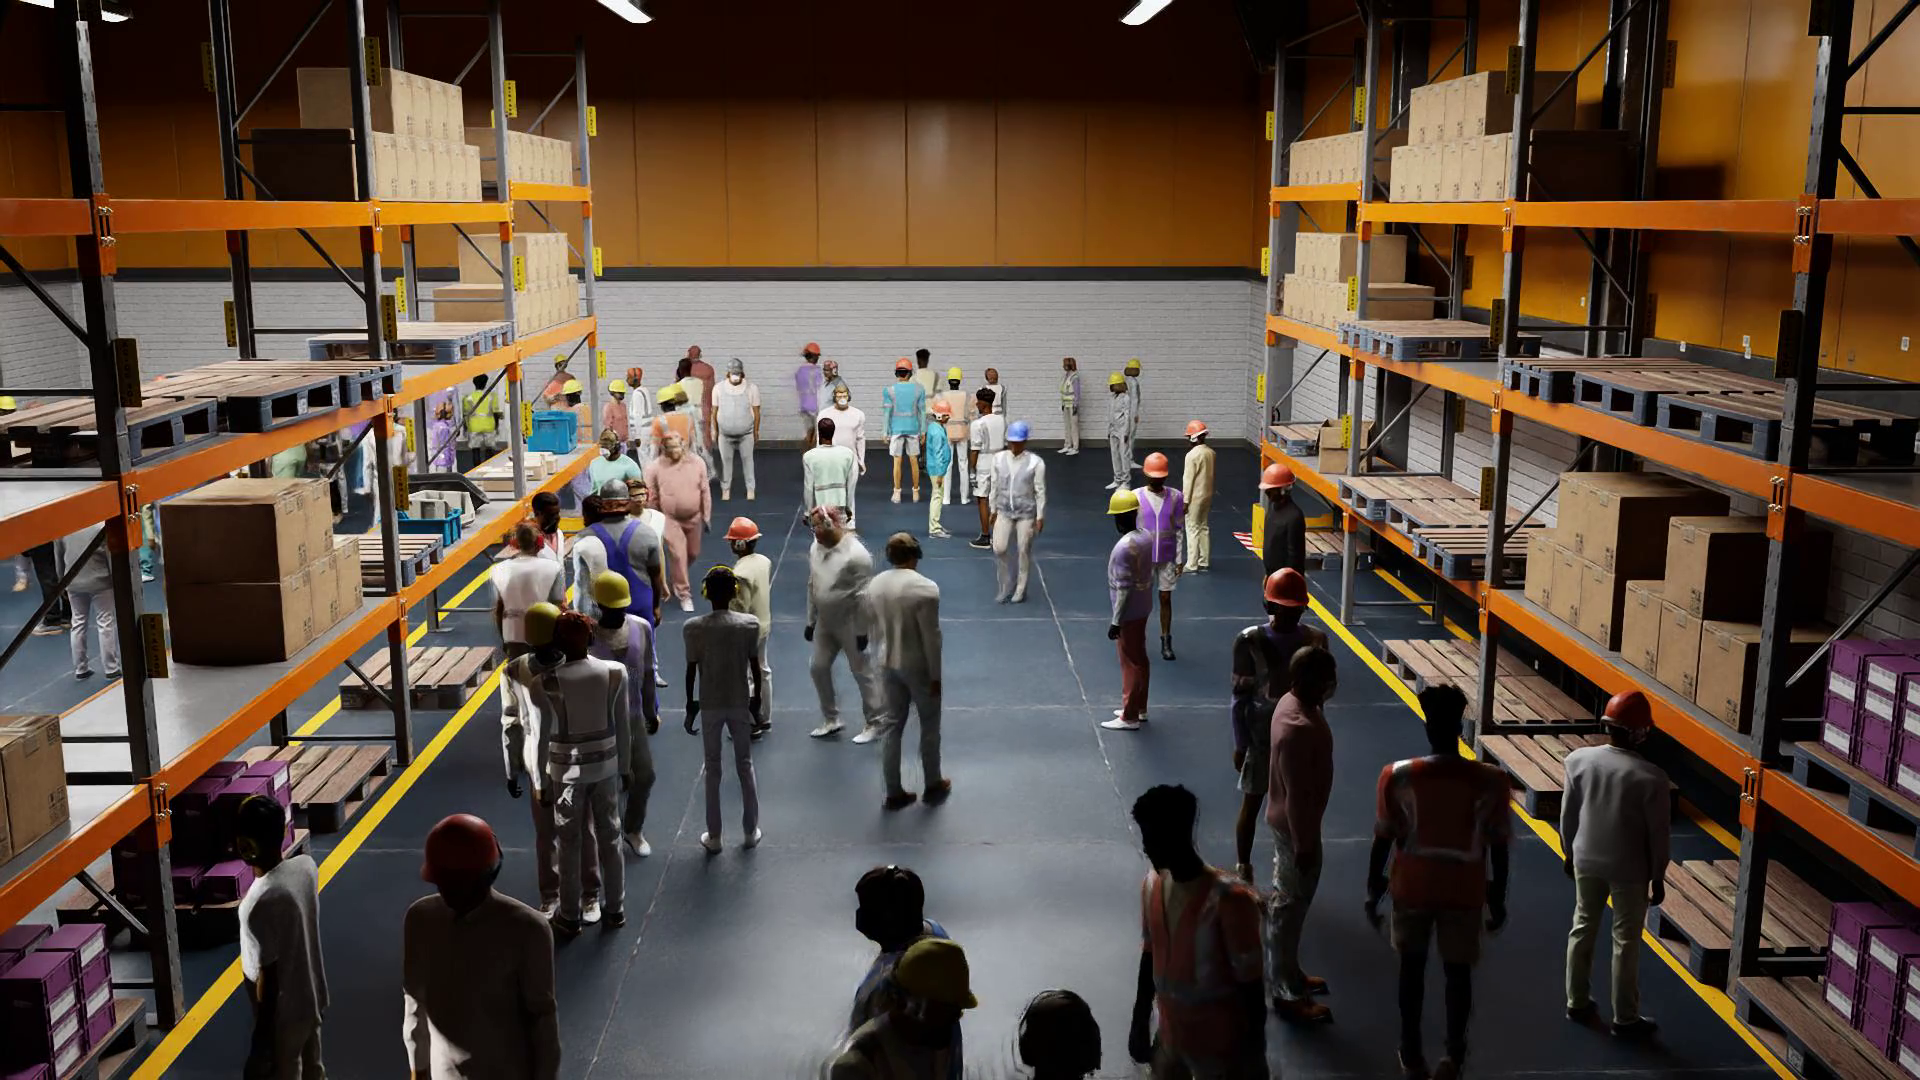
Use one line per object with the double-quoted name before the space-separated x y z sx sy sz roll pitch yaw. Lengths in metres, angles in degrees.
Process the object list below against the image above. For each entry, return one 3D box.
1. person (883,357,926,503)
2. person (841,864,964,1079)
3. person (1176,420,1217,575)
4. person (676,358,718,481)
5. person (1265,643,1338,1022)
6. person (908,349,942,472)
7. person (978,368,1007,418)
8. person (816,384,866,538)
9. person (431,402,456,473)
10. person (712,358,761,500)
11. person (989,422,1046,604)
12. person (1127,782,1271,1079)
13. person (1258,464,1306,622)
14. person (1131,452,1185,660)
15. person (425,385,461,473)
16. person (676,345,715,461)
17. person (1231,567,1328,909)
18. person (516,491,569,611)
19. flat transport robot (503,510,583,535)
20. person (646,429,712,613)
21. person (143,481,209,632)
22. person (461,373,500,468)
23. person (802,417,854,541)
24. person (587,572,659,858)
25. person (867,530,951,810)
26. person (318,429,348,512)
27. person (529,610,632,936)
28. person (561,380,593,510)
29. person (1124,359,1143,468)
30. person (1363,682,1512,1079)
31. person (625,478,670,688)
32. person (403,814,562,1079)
"person" -0.782 -1.538 23.343 0.615 2.039 0.383 -2 11 -9
"person" -0.210 2.036 5.960 0.431 1.835 0.624 2 11 10
"person" 2.665 -0.485 18.823 0.354 1.740 0.575 9 14 37
"person" -4.065 -1.808 25.101 0.900 1.887 0.602 7 13 32
"person" 1.748 1.472 8.513 0.372 1.939 0.631 2 11 10
"person" -0.600 -2.022 26.033 0.651 1.935 0.510 -4 12 -20
"person" 0.505 -1.862 25.977 0.514 1.641 0.311 -6 13 -27
"person" -1.476 -0.976 20.782 0.627 1.940 0.372 -4 12 -17
"person" -6.675 -0.976 21.560 0.319 1.631 0.524 -6 13 -26
"person" -3.164 -1.572 23.514 0.680 2.000 0.535 0 11 -2
"person" 0.570 -0.267 17.249 0.646 1.924 0.617 4 12 21
"person" 0.929 1.899 6.421 0.369 1.924 0.709 -8 14 -33
"person" 2.718 0.327 14.171 0.434 1.976 0.610 -2 11 -10
"person" 1.777 0.152 15.169 0.549 1.927 0.393 -1 11 -3
"person" -7.601 -1.681 24.293 0.605 1.948 0.391 -4 12 -18
"person" -4.288 -2.213 27.066 0.642 1.910 0.401 -1 11 -7
"person" 1.887 1.160 9.807 0.606 2.045 0.389 -3 12 -15
"person" -3.302 0.552 13.207 0.405 1.909 0.597 3 12 14
"flat transport robot" -5.122 -0.239 21.282 1.431 0.197 0.652 -3 12 -15
"person" -2.914 -0.241 17.256 0.647 1.877 0.848 -5 12 -25
"person" -7.602 -0.110 16.201 0.610 2.039 0.399 -7 13 -32
"person" -7.176 -1.671 24.903 0.555 1.675 0.379 -4 12 -19
"person" -1.396 -0.345 17.670 0.593 1.920 0.391 -7 13 -30
"person" -2.149 1.110 10.401 0.646 1.903 0.477 -9 14 -38
"person" -0.357 0.886 11.550 0.663 1.897 0.723 7 13 32
"person" -8.523 -1.196 22.404 0.320 1.738 0.483 4 12 20
"person" -2.142 1.317 9.443 0.575 1.880 0.358 -6 13 -28
"person" -4.963 -1.124 21.600 0.398 1.911 0.596 2 11 8
"person" 2.734 -2.019 26.512 0.313 1.741 0.487 -4 12 -17
"person" 2.209 1.642 7.686 0.660 1.932 0.683 3 12 13
"person" -2.764 0.376 14.237 0.563 1.847 0.390 -9 14 -38
"person" -1.754 1.936 6.073 0.621 1.985 0.408 3 12 16
